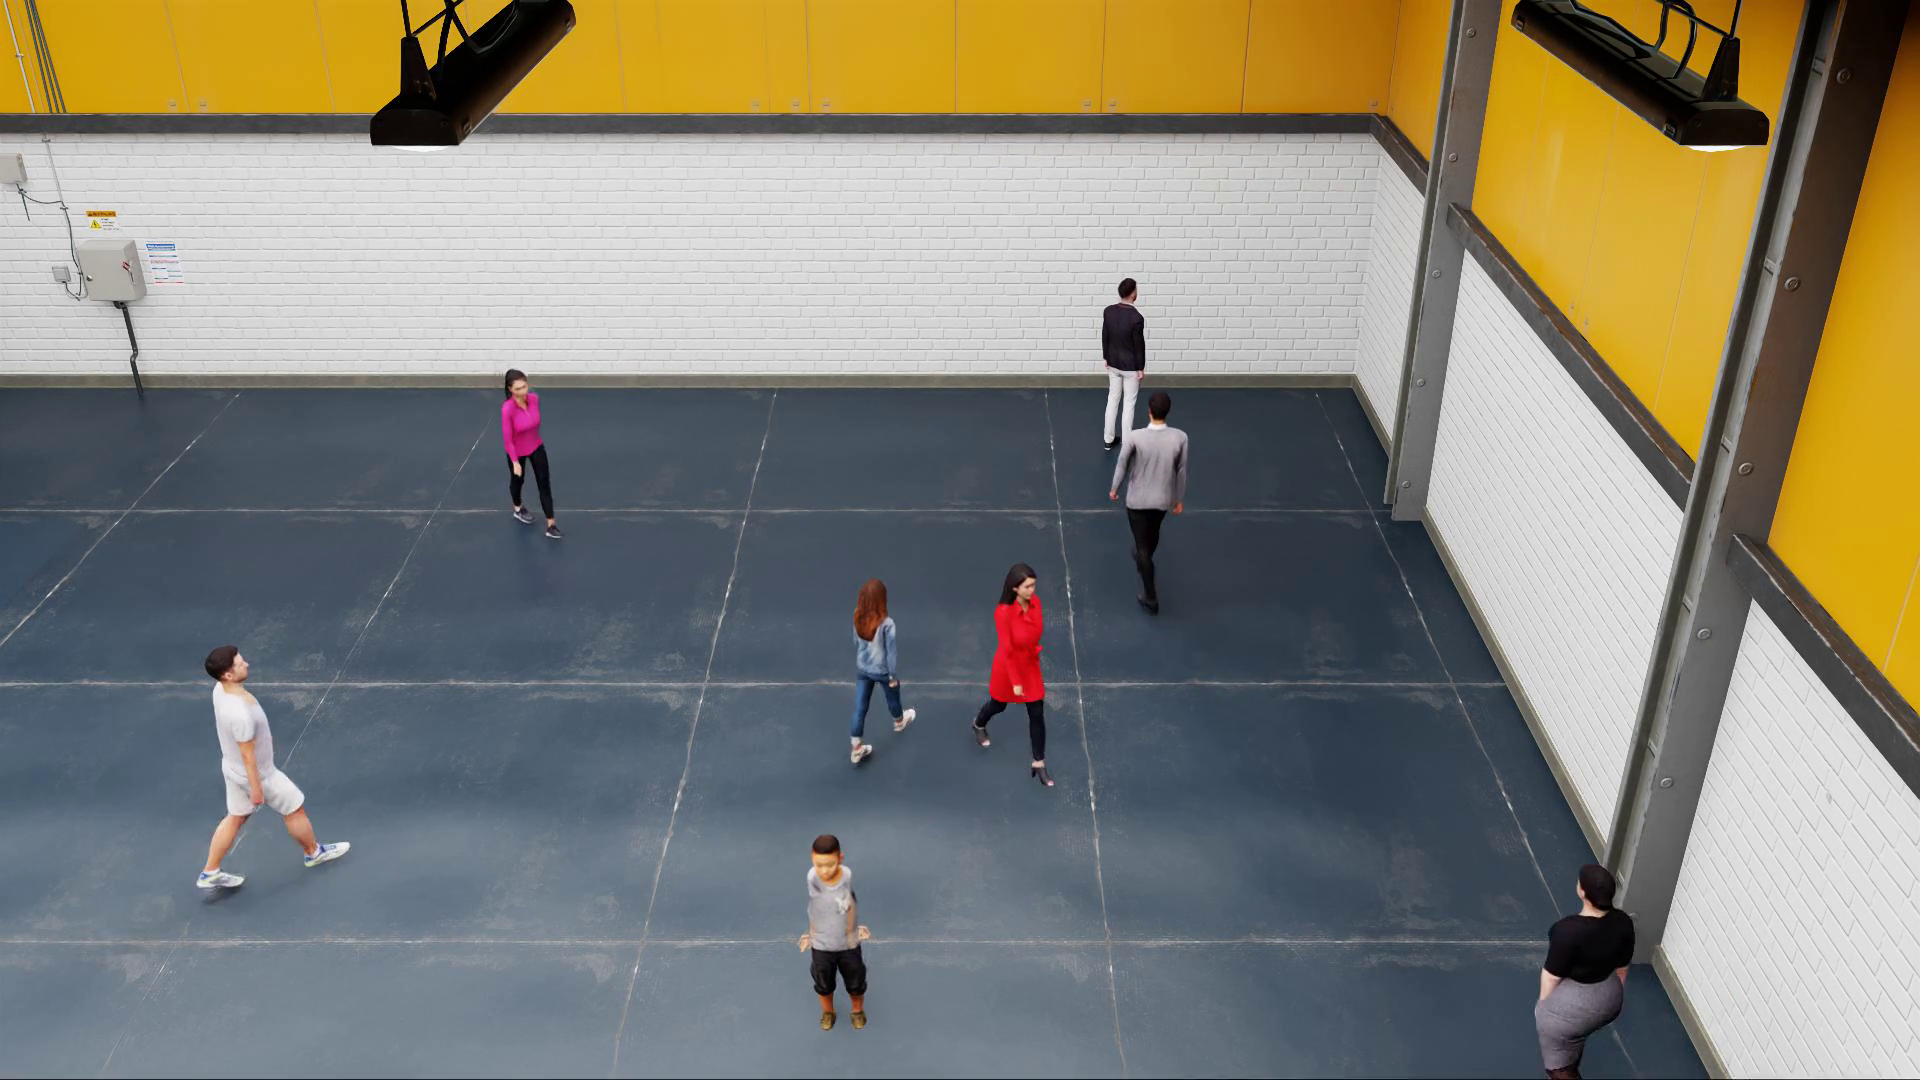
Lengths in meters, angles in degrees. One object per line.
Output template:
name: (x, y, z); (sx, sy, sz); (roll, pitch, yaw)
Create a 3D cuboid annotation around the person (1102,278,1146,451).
person: (1.648, -1.759, 16.765); (0.733, 1.844, 0.784); (24, 37, 37)

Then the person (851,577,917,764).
person: (-0.667, 0.976, 12.172); (0.904, 1.441, 1.060); (17, 33, 28)

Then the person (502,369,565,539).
person: (-4.025, -0.831, 15.274); (1.108, 1.642, 1.015); (22, 35, 34)

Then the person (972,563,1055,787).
person: (0.328, 0.930, 11.979); (1.000, 1.706, 1.130); (-21, 35, -33)

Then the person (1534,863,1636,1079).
person: (3.385, 2.564, 8.957); (0.901, 1.731, 1.092); (-9, 30, -15)

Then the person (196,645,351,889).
person: (-4.702, 1.511, 10.795); (1.232, 1.820, 1.231); (-21, 35, -34)

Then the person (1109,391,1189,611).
person: (1.618, -0.300, 14.059); (0.938, 1.873, 1.293); (-6, 29, -11)

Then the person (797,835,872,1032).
person: (-0.748, 2.271, 9.785); (0.603, 1.453, 0.537); (-3, 29, -6)
